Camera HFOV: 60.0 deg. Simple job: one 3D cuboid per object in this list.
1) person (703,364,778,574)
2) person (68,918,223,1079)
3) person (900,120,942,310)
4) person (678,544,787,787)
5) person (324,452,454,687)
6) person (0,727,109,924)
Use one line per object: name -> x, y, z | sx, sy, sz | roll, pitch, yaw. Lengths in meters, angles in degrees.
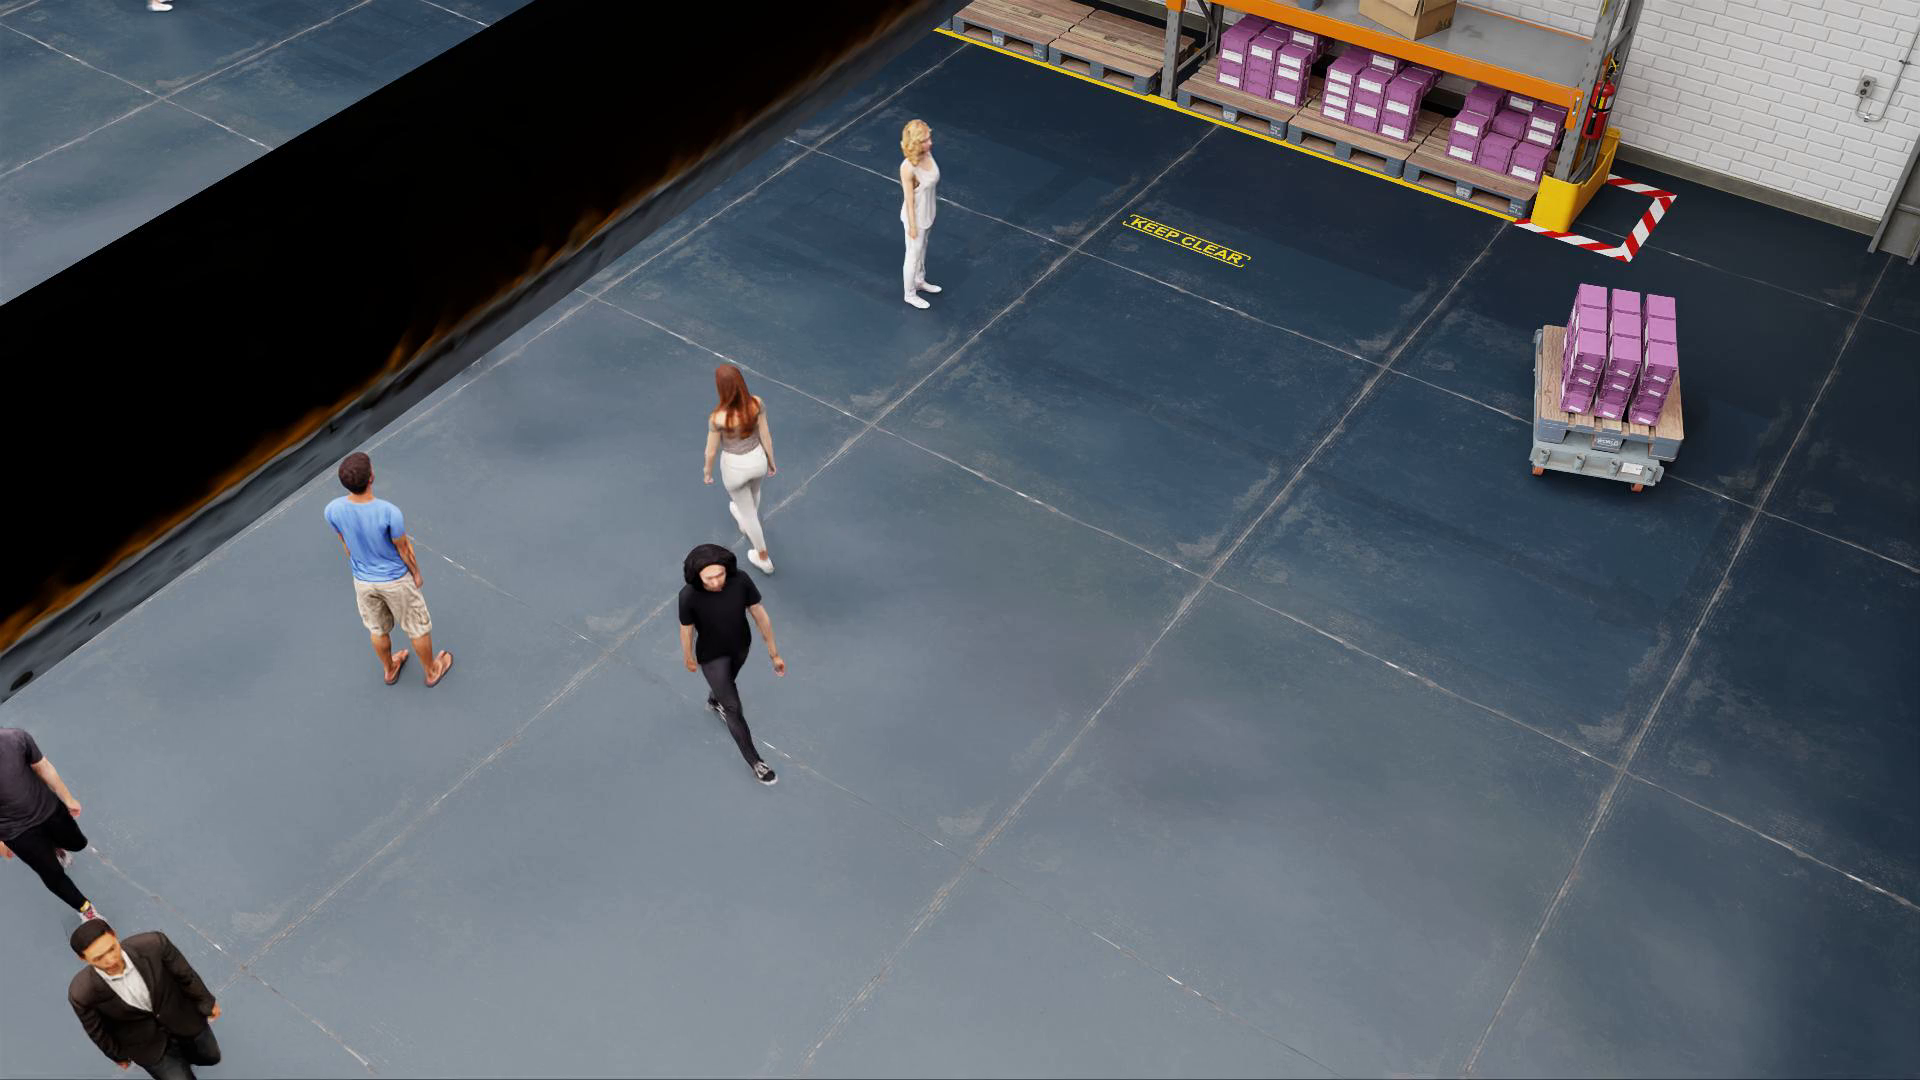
person -> -1.440, -0.447, 11.353 | 0.812, 1.711, 1.017 | -26, 49, -24
person -> -4.035, 2.381, 8.327 | 0.995, 1.791, 0.784 | 34, 53, 30
person -> -0.350, -2.718, 13.766 | 0.610, 1.670, 0.640 | 15, 46, 16
person -> -1.485, 0.603, 10.198 | 0.897, 1.785, 1.230 | -28, 50, -27
person -> -3.660, 0.217, 10.545 | 0.681, 1.863, 0.791 | 2, 44, 2
person -> -5.237, 1.501, 9.285 | 0.918, 1.743, 0.634 | 26, 49, 25
